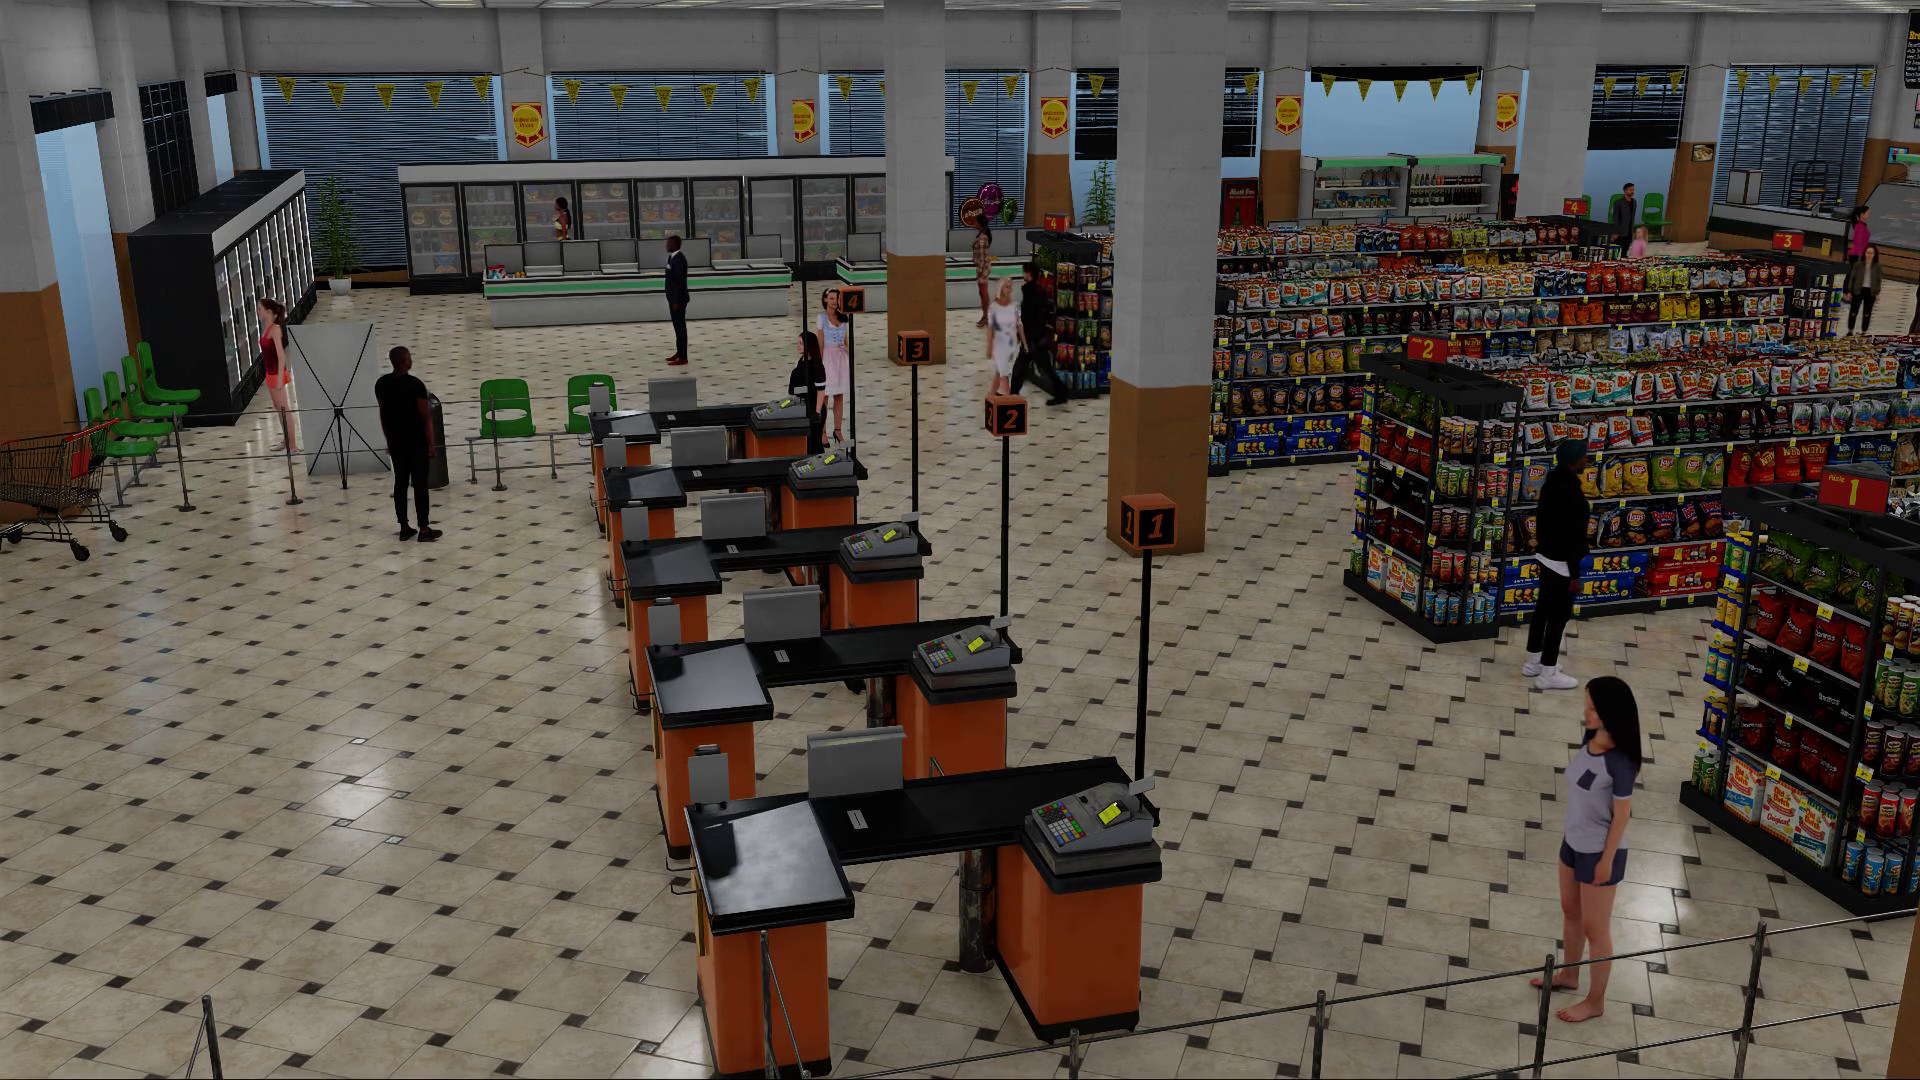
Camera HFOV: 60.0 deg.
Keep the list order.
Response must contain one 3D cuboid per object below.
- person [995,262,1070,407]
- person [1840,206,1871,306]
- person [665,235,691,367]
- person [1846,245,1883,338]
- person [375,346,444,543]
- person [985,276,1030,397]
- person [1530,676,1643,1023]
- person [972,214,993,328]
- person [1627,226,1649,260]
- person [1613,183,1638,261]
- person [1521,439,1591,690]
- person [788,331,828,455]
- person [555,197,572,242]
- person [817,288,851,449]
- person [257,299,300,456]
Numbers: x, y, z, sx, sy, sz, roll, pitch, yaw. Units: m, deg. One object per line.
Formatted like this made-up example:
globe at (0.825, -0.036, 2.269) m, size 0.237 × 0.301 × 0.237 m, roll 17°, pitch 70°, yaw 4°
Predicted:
person at (1.017, -2.524, 20.789) m, size 1.310 × 1.791 × 1.044 m, roll 2°, pitch 17°, yaw 8°
person at (15.606, -4.964, 28.983) m, size 0.719 × 1.699 × 0.679 m, roll 6°, pitch 18°, yaw 20°
person at (-4.031, -3.431, 23.717) m, size 0.591 × 1.825 × 0.684 m, roll -4°, pitch 17°, yaw -12°
person at (13.856, -3.790, 25.506) m, size 0.649 × 1.473 × 0.724 m, roll 8°, pitch 19°, yaw 25°
person at (-5.103, -0.890, 15.361) m, size 0.672 × 1.818 × 0.806 m, roll 4°, pitch 17°, yaw 13°
person at (0.494, -2.357, 20.413) m, size 1.114 × 1.690 × 0.899 m, roll -11°, pitch 20°, yaw -33°
person at (2.999, 1.442, 7.873) m, size 0.579 × 1.707 × 0.626 m, roll -2°, pitch 17°, yaw -5°
person at (0.371, -4.329, 26.730) m, size 0.664 × 1.794 × 0.656 m, roll 3°, pitch 17°, yaw 9°
person at (12.179, -4.975, 29.802) m, size 0.855 × 1.244 × 0.477 m, roll -4°, pitch 17°, yaw -14°
person at (12.567, -5.823, 31.511) m, size 0.600 × 1.874 × 0.780 m, roll -8°, pitch 19°, yaw -24°
person at (4.279, 0.157, 11.914) m, size 0.633 × 1.818 × 0.697 m, roll -2°, pitch 17°, yaw -6°
person at (-1.547, -1.349, 17.180) m, size 0.714 × 1.639 × 0.696 m, roll -14°, pitch 22°, yaw -38°
person at (-7.092, -5.292, 29.968) m, size 0.559 × 1.754 × 0.597 m, roll -1°, pitch 17°, yaw -5°
person at (-1.453, -1.968, 18.913) m, size 0.777 × 1.818 × 0.862 m, roll -11°, pitch 20°, yaw -33°
person at (-7.628, -1.827, 18.562) m, size 0.611 × 1.752 × 0.620 m, roll -10°, pitch 19°, yaw -29°
